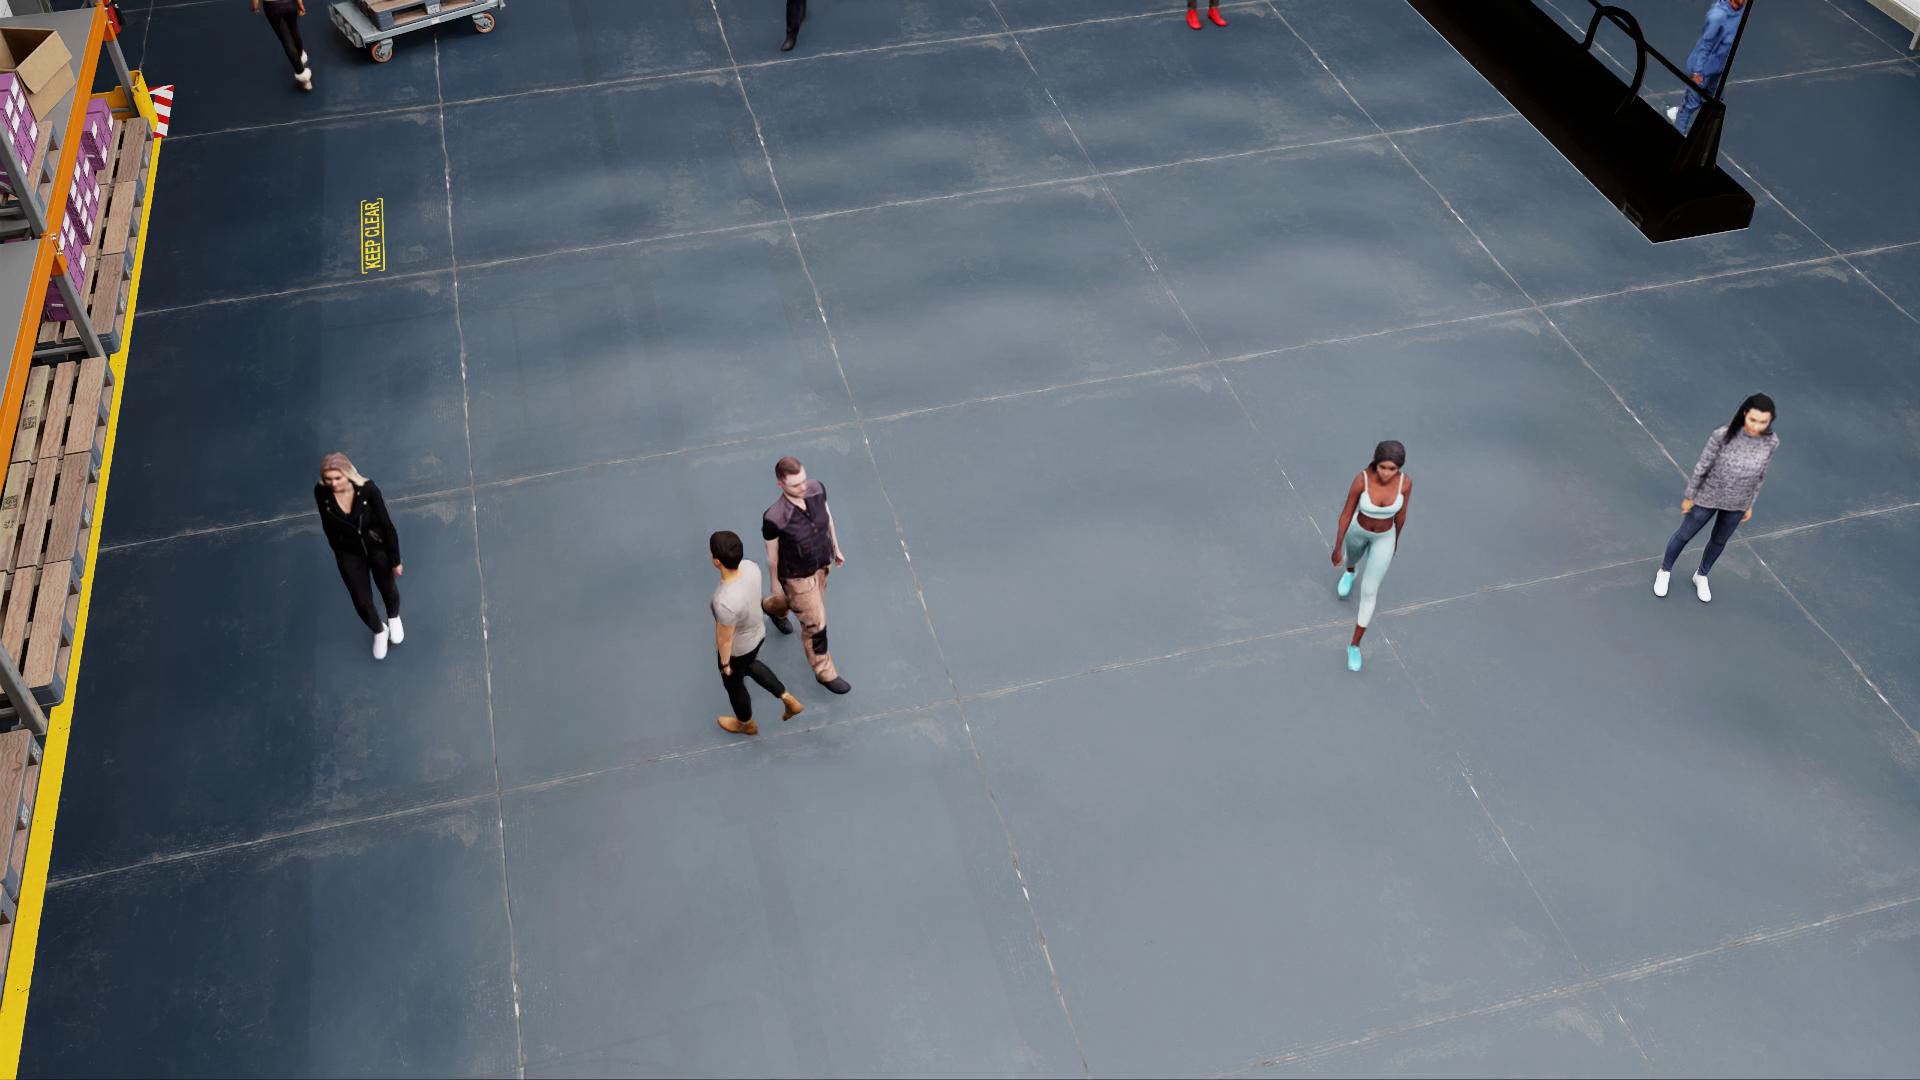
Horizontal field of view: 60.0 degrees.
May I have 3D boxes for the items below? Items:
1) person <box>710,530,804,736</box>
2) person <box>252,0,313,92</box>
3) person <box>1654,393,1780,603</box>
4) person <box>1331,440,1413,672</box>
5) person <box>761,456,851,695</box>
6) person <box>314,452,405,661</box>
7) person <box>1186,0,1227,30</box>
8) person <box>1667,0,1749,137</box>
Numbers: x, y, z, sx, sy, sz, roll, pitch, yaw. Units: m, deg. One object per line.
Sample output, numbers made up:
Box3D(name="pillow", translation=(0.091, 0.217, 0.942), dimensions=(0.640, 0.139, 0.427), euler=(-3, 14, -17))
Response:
Box3D(name="person", translation=(-1.277, 0.636, 10.265), dimensions=(0.909, 1.704, 0.876), euler=(15, 46, 15))
Box3D(name="person", translation=(-6.712, -5.260, 16.506), dimensions=(0.845, 1.634, 1.054), euler=(-30, 51, -28))
Box3D(name="person", translation=(5.146, -0.294, 11.222), dimensions=(0.692, 1.731, 0.670), euler=(7, 44, 7))
Box3D(name="person", translation=(2.704, -0.055, 11.012), dimensions=(0.951, 1.674, 1.245), euler=(9, 44, 10))
Box3D(name="person", translation=(-1.072, 0.121, 10.727), dimensions=(1.228, 1.813, 1.115), euler=(26, 49, 25))
Box3D(name="person", translation=(-3.900, 0.006, 10.951), dimensions=(0.602, 1.671, 0.611), euler=(-10, 45, -10))
Box3D(name="person", translation=(2.652, -6.284, 17.458), dimensions=(0.644, 1.803, 0.542), euler=(-13, 45, -13))
Box3D(name="person", translation=(6.961, -4.509, 15.599), dimensions=(0.775, 1.797, 0.825), euler=(-22, 48, -21))
